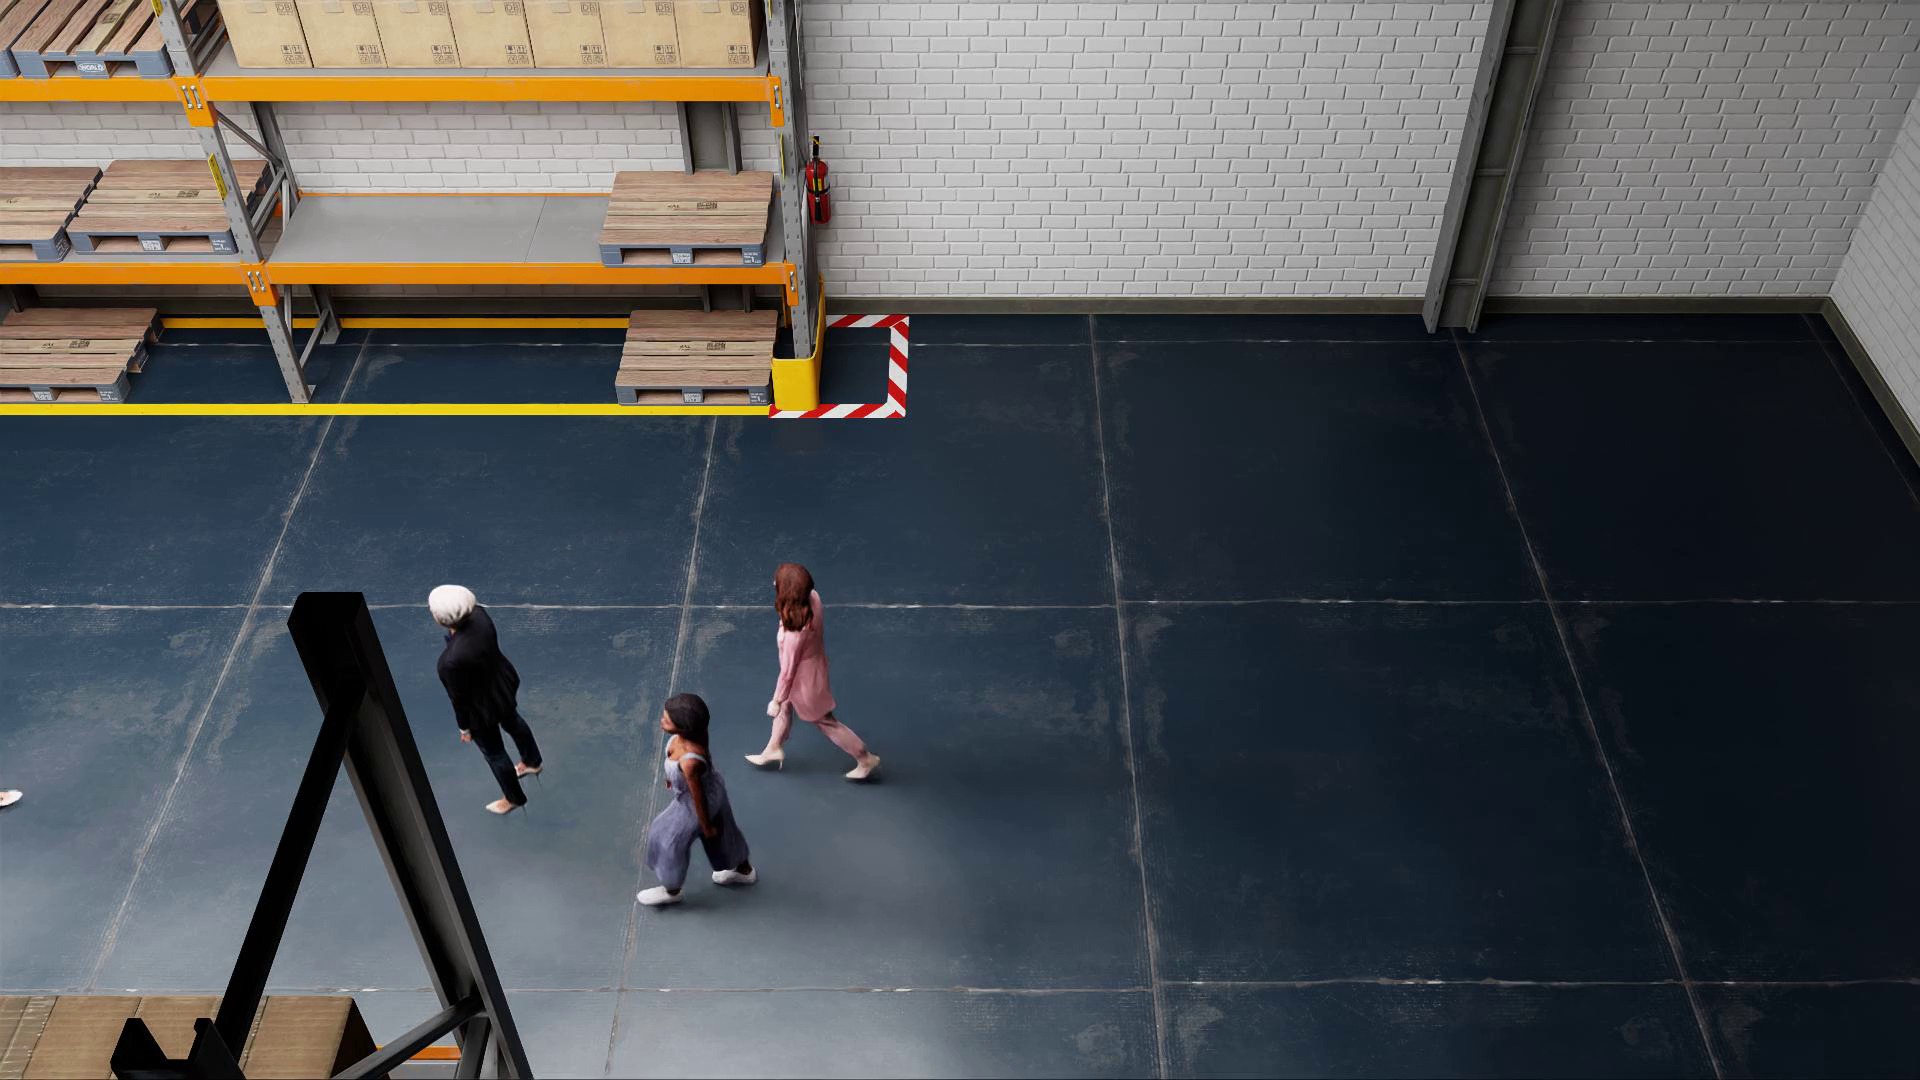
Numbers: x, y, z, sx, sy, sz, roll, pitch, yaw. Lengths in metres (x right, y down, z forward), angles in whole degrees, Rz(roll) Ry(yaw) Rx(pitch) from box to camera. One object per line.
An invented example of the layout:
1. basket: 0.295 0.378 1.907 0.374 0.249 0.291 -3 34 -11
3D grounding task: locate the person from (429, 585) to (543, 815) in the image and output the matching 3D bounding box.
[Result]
1. person: -2.575 0.819 9.076 0.674 1.779 0.772 10 45 11

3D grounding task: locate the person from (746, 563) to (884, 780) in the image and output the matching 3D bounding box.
1. person: -0.821 0.858 9.824 1.101 1.758 0.665 3 44 3

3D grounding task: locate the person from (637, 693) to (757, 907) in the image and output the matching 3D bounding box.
1. person: -1.366 1.440 9.274 0.878 1.672 0.561 1 44 1
